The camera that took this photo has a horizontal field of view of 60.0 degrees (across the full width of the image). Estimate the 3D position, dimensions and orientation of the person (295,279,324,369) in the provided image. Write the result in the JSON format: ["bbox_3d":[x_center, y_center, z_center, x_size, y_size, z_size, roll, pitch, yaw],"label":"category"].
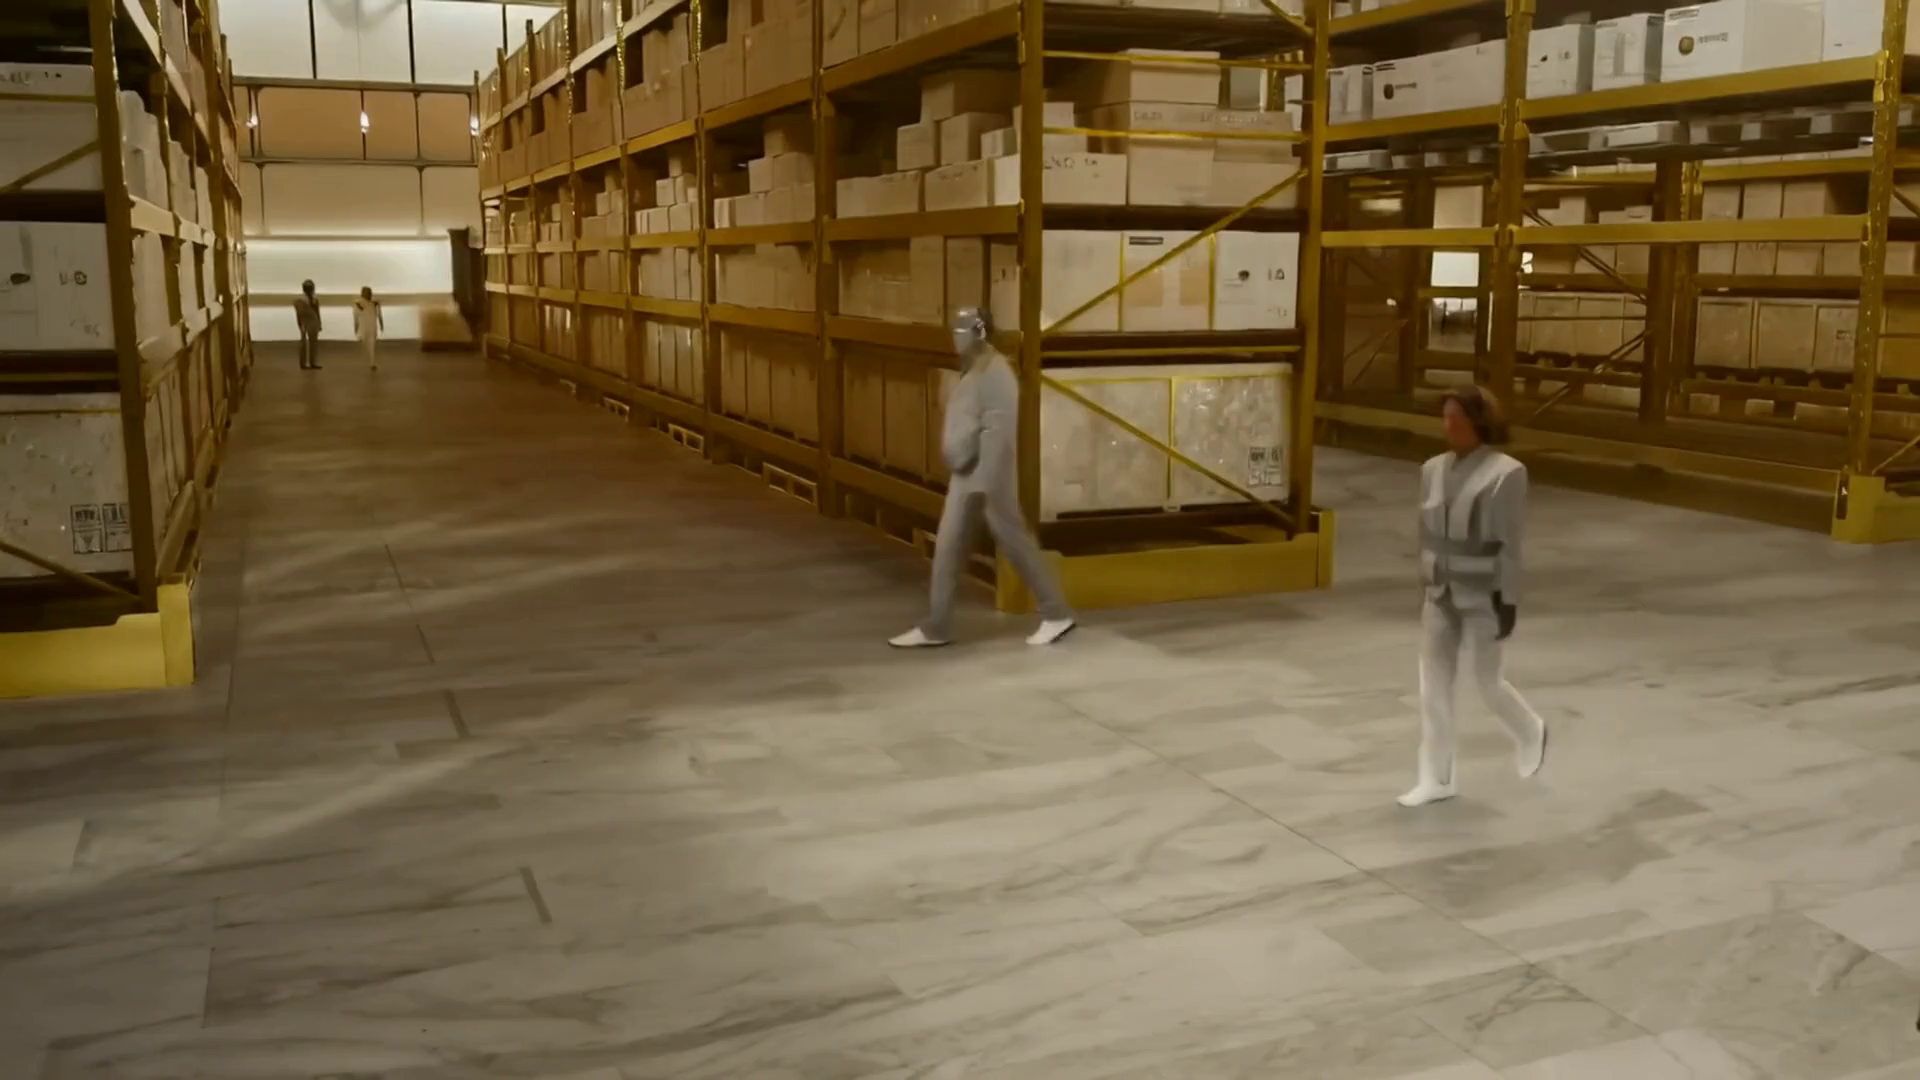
[{"bbox_3d":[-12.650,-4.191,32.379,0.360,1.742,0.563,4,10,23],"label":"person"}]

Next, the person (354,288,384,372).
[{"bbox_3d":[-11.334,-4.040,31.894,0.528,1.599,0.844,-5,11,-28],"label":"person"}]

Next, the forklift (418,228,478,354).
[{"bbox_3d":[-11.308,-5.648,37.692,1.873,2.768,1.129,-4,10,-22],"label":"forklift"}]

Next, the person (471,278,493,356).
[{"bbox_3d":[-10.475,-4.880,36.551,0.773,1.707,0.511,-3,10,-19],"label":"person"}]

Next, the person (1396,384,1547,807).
[{"bbox_3d":[1.987,0.210,6.346,0.594,1.627,0.513,-6,11,-32],"label":"person"}]

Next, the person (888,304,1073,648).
[{"bbox_3d":[0.155,-0.328,8.940,1.010,1.864,0.656,-3,10,-18],"label":"person"}]
